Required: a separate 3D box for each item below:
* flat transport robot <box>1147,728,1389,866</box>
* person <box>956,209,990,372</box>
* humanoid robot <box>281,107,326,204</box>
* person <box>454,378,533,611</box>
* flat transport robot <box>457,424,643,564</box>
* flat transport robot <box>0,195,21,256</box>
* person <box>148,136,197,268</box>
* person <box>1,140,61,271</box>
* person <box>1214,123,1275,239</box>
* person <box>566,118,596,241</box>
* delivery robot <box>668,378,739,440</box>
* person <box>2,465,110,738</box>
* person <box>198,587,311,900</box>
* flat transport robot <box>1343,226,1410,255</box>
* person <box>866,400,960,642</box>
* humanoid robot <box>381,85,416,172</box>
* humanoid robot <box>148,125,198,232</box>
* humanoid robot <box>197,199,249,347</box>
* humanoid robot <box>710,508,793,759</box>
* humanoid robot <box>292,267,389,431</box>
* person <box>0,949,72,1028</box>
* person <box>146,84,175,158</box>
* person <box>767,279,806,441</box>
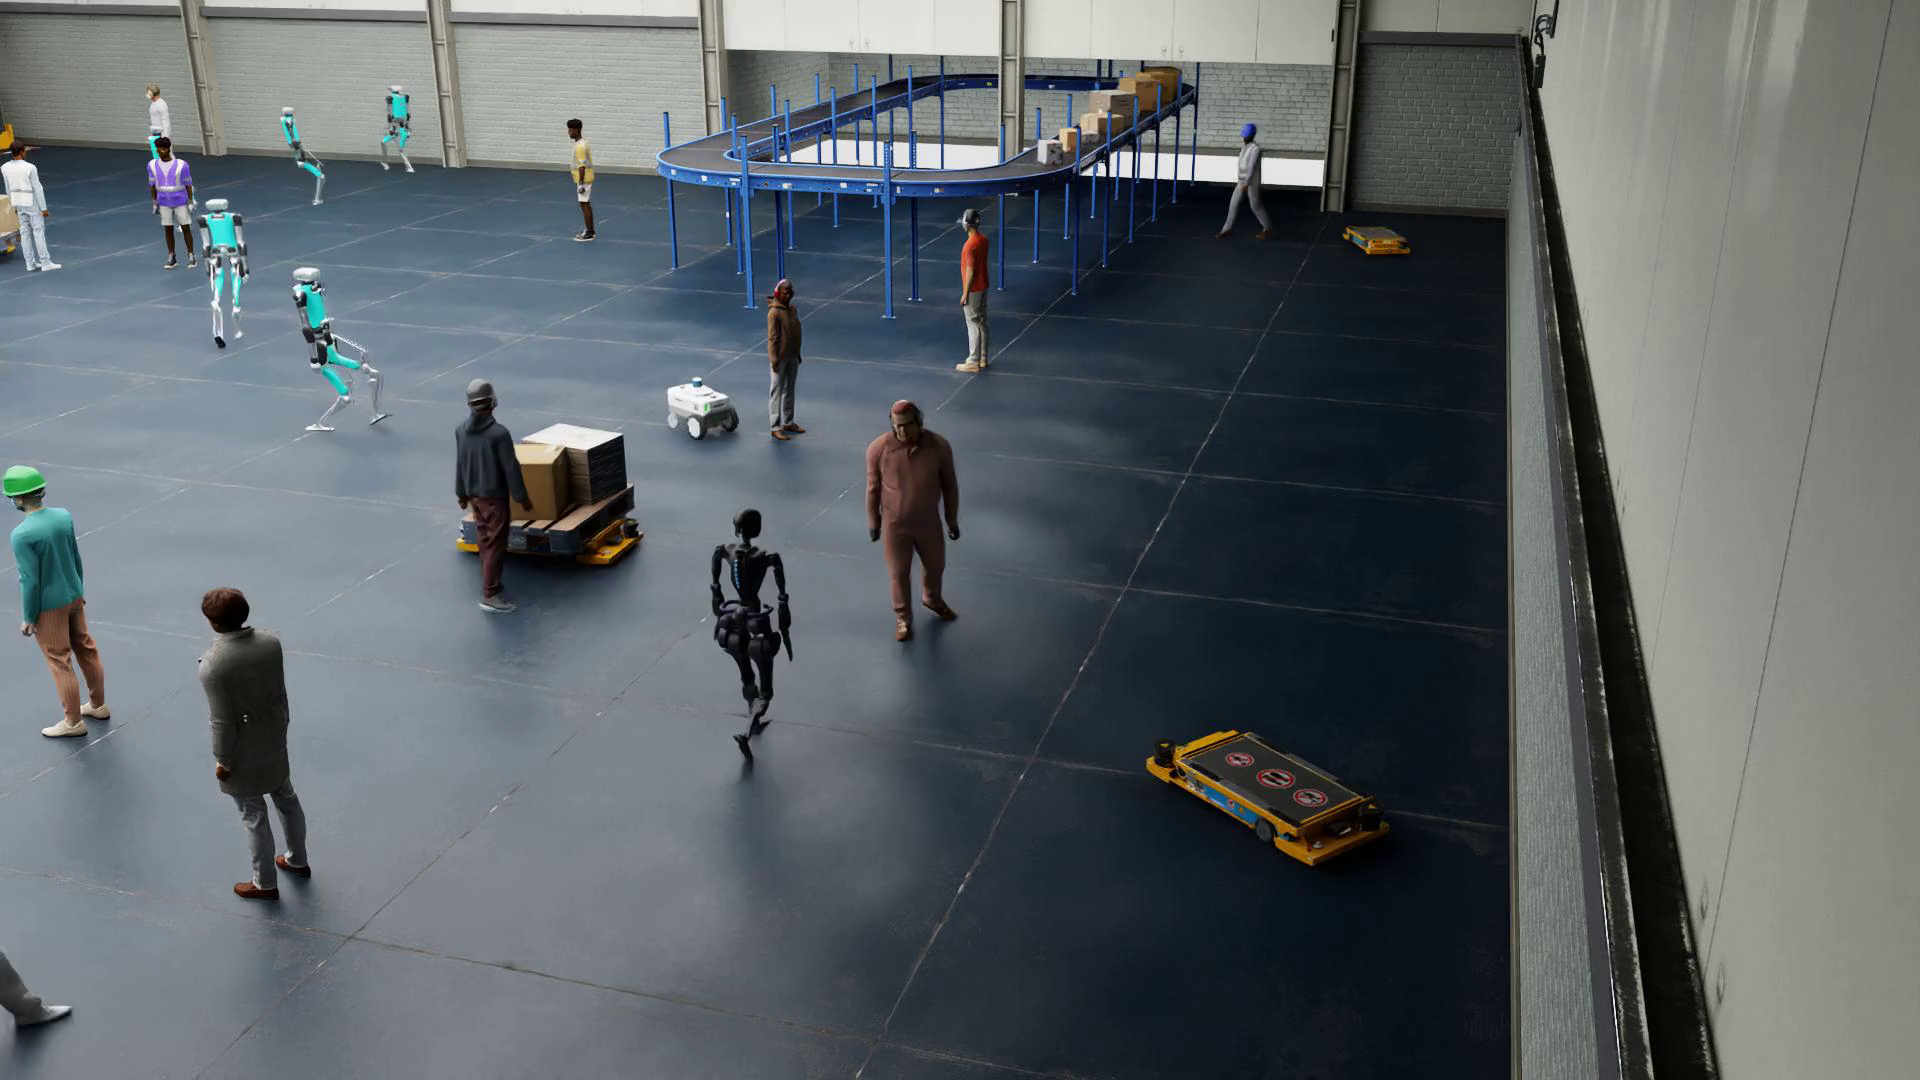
[{"bbox_3d":[1.867,1.530,10.210,0.659,0.231,1.431,-15,25,-33],"label":"flat transport robot"},{"bbox_3d":[0.131,-2.923,19.487,0.413,1.907,0.476,10,23,23],"label":"person"},{"bbox_3d":[-11.808,-6.963,30.186,0.800,1.770,0.613,-9,23,-21],"label":"humanoid robot"},{"bbox_3d":[-3.701,-0.353,12.997,0.619,1.785,0.548,12,24,27],"label":"person"},{"bbox_3d":[-3.516,-0.045,14.294,1.431,0.231,0.659,6,22,14],"label":"flat transport robot"},{"bbox_3d":[-15.209,-4.427,25.661,0.659,0.231,1.431,-3,21,-7],"label":"flat transport robot"},{"bbox_3d":[-11.818,-5.066,24.970,0.600,1.959,0.370,-3,21,-8],"label":"person"},{"bbox_3d":[-13.896,-4.976,24.794,0.592,1.919,0.392,4,22,11],"label":"person"},{"bbox_3d":[4.716,-5.815,27.018,0.954,1.899,0.594,-7,22,-19],"label":"person"},{"bbox_3d":[-6.134,-5.850,27.011,0.390,1.952,0.607,-3,21,-7],"label":"person"},{"bbox_3d":[-2.718,-1.378,17.380,0.817,0.613,0.499,20,29,41],"label":"delivery robot"},{"bbox_3d":[-5.951,0.400,10.917,0.354,1.869,0.507,5,22,12],"label":"person"},{"bbox_3d":[-3.891,1.111,9.131,0.367,1.830,0.503,9,23,23],"label":"person"},{"bbox_3d":[6.658,-4.796,26.618,0.659,0.231,1.431,-2,21,-4],"label":"flat transport robot"},{"bbox_3d":[-0.365,-0.181,12.423,0.693,1.876,0.630,-3,21,-8],"label":"person"},{"bbox_3d":[-11.610,-8.393,33.997,1.043,1.795,0.530,14,25,32],"label":"humanoid robot"},{"bbox_3d":[-13.069,-6.050,27.779,0.696,1.749,0.532,-13,24,-30],"label":"humanoid robot"},{"bbox_3d":[-9.205,-3.286,20.743,0.552,1.805,0.946,-3,21,-8],"label":"humanoid robot"},{"bbox_3d":[-1.394,0.584,10.745,0.591,1.639,0.657,7,22,19],"label":"humanoid robot"},{"bbox_3d":[-6.344,-1.947,17.235,0.995,1.774,0.530,0,21,-1],"label":"humanoid robot"},{"bbox_3d":[-4.906,1.690,7.950,0.854,1.596,0.524,-10,23,-24],"label":"person"},{"bbox_3d":[-15.376,-7.789,32.062,0.356,1.937,0.634,-15,26,-35],"label":"person"},{"bbox_3d":[-1.806,-1.867,17.096,0.318,1.649,0.458,13,24,29],"label":"person"}]
